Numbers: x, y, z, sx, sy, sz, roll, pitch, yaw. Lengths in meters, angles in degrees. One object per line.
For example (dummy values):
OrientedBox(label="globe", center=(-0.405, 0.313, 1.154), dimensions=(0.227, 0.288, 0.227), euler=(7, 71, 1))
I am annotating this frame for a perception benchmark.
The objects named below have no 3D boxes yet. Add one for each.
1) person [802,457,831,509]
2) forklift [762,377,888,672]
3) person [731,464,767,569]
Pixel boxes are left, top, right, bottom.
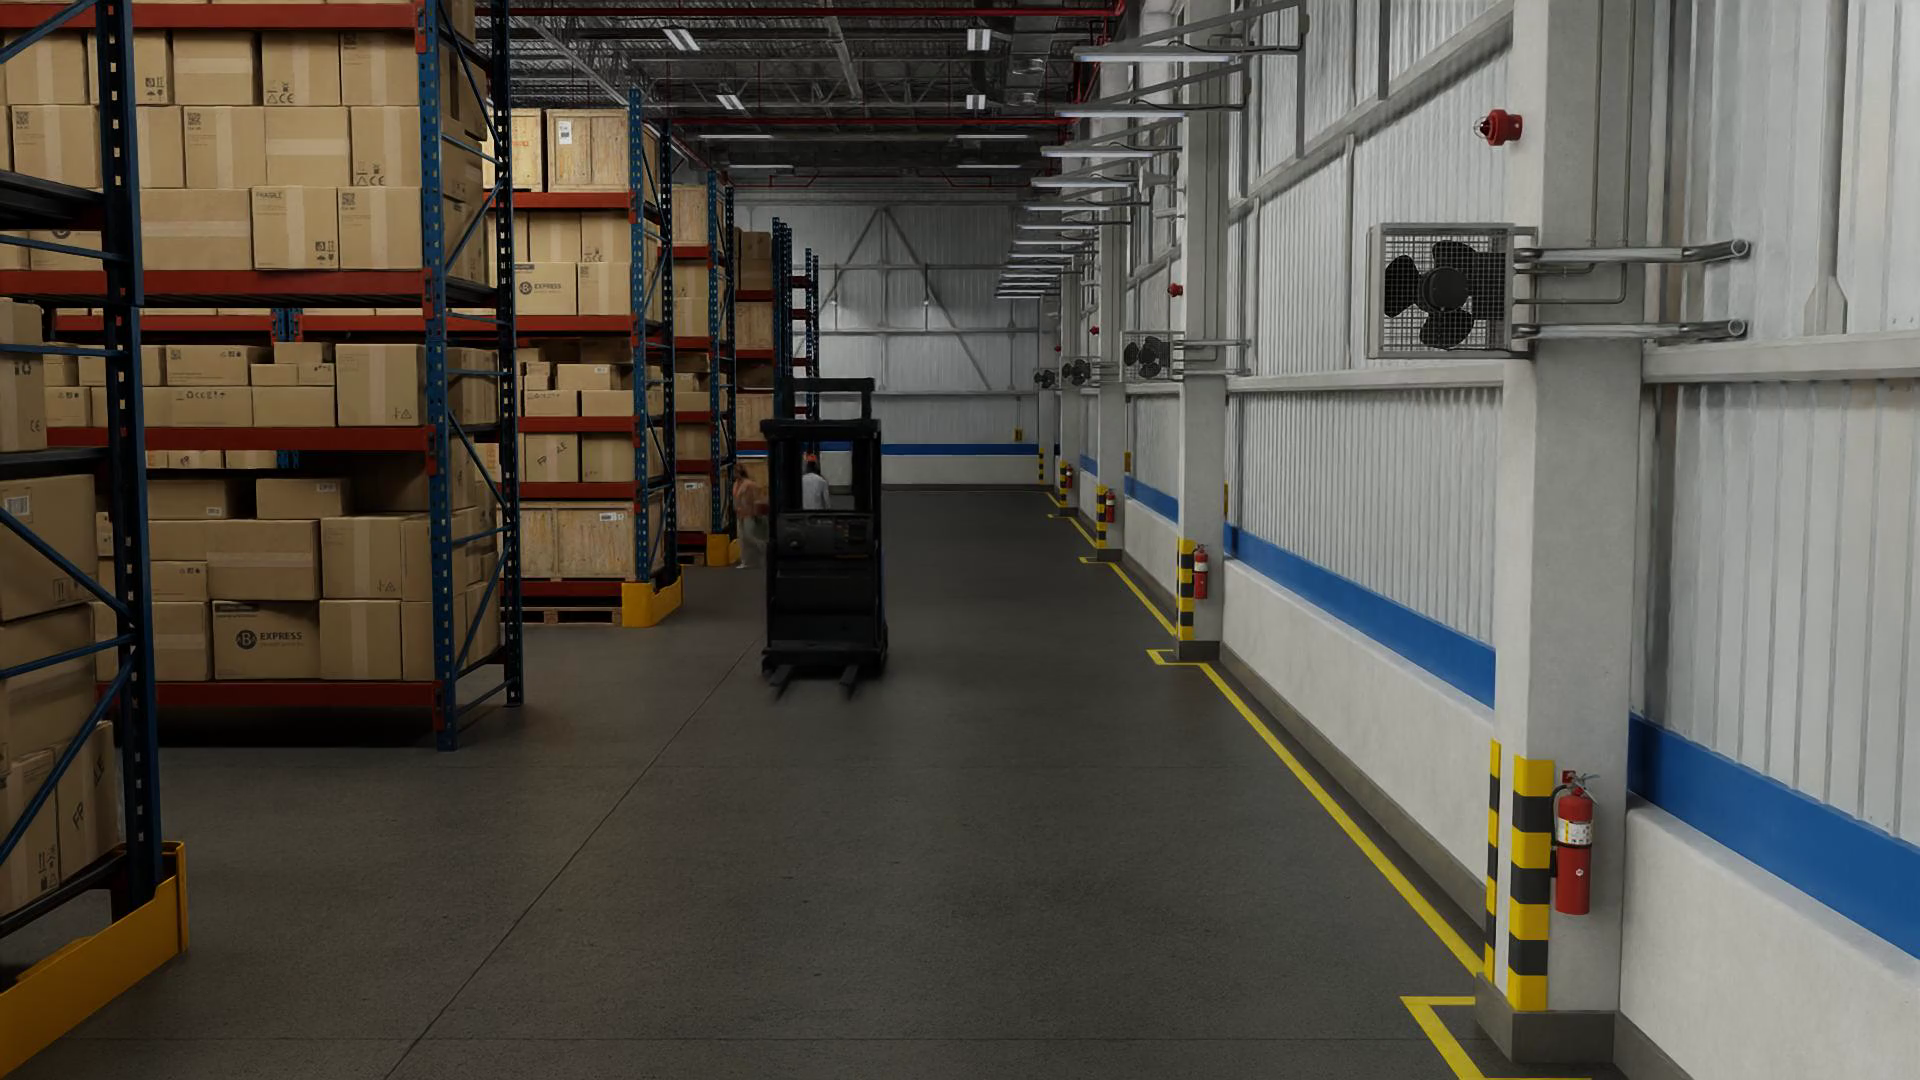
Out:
OrientedBox(label="person", center=(-2.274, -0.426, 25.656), dimensions=(0.597, 1.703, 0.510), euler=(2, 5, 22))
OrientedBox(label="forklift", center=(-1.297, -0.212, 16.387), dimensions=(1.129, 2.768, 1.873), euler=(0, 5, 0))
OrientedBox(label="person", center=(-3.246, -0.357, 25.343), dimensions=(0.465, 1.619, 0.527), euler=(-4, 6, -38))
